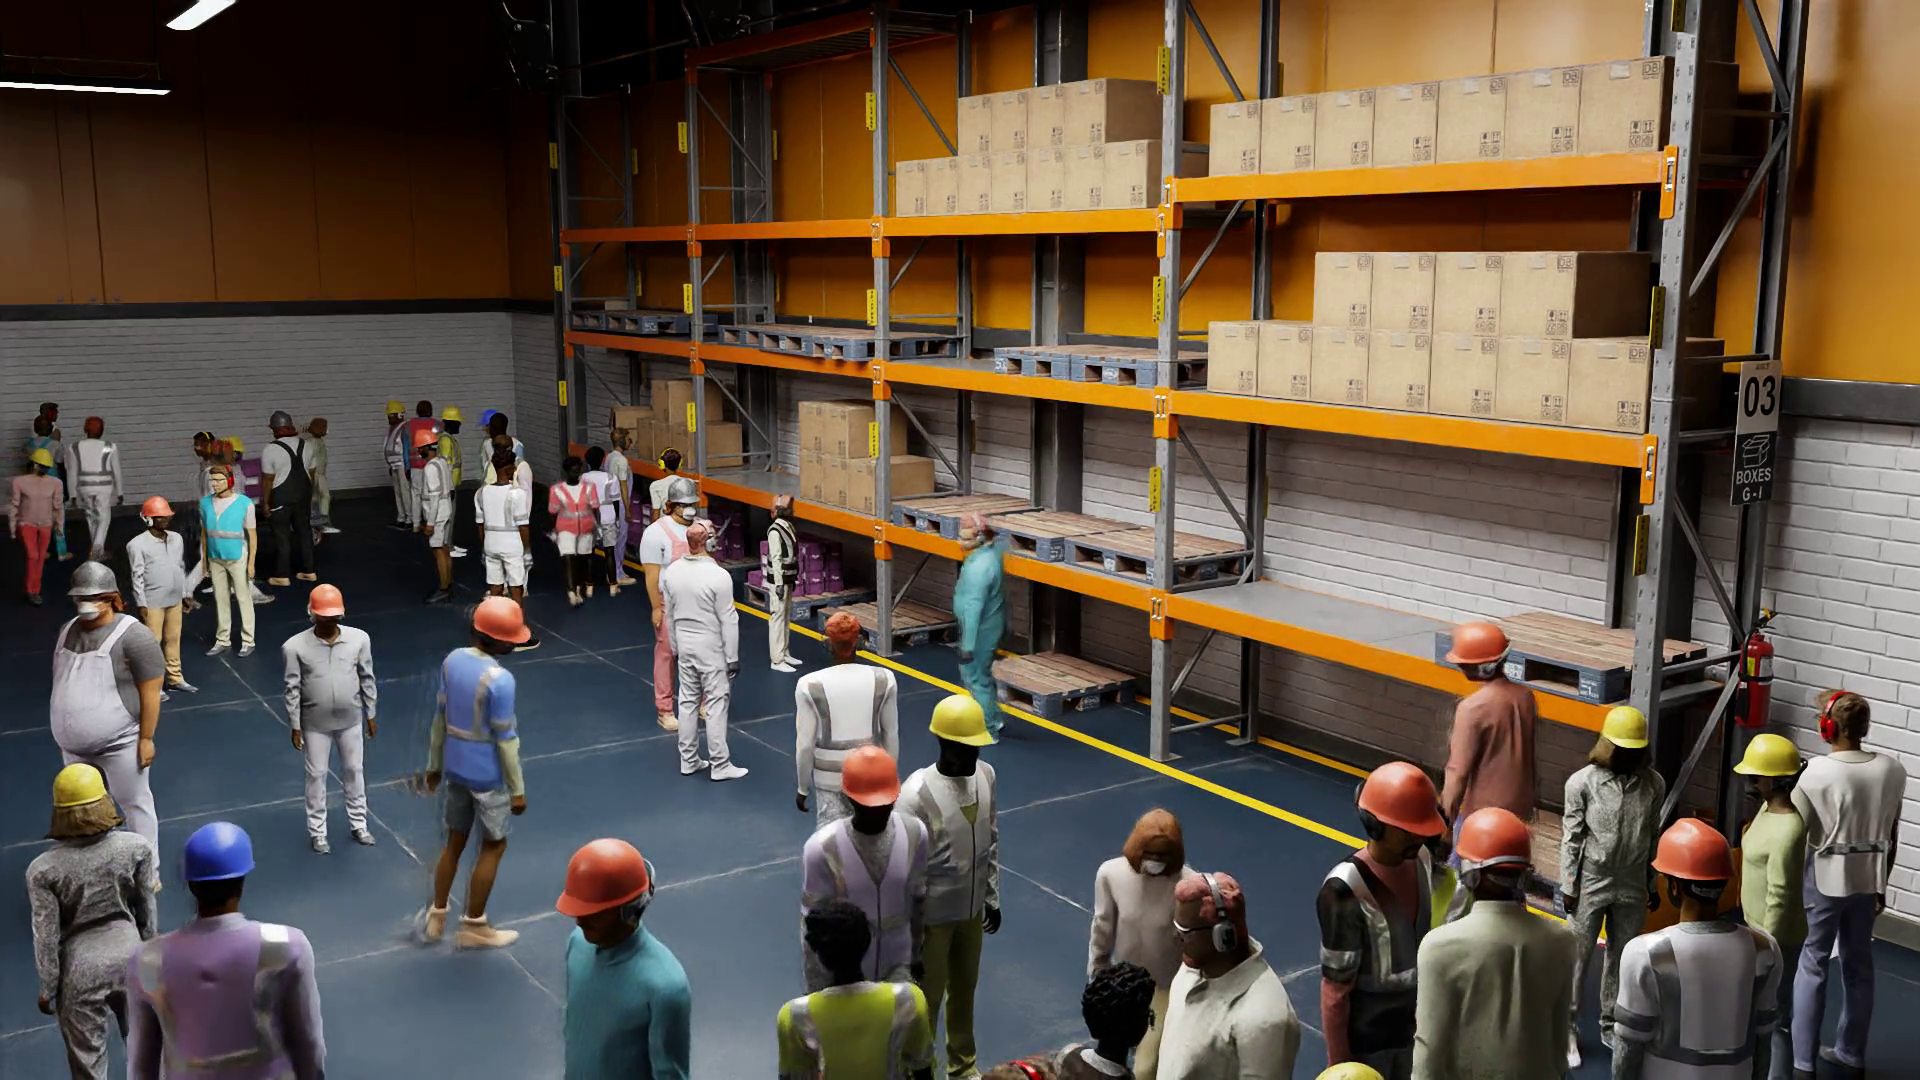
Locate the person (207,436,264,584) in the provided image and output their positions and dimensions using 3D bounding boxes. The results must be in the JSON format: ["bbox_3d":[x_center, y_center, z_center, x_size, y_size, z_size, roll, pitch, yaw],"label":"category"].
[{"bbox_3d":[-8.437,-0.324,19.195,0.541,1.753,0.562,0,10,-3],"label":"person"}]

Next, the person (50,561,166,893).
[{"bbox_3d":[-5.052,1.133,9.769,0.688,2.000,0.539,2,10,14],"label":"person"}]

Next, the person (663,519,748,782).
[{"bbox_3d":[-1.841,0.800,12.100,0.641,1.913,0.407,6,12,33],"label":"person"}]

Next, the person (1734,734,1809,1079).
[{"bbox_3d":[3.503,1.703,7.249,0.341,1.760,0.525,3,10,19],"label":"person"}]

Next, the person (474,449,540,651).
[{"bbox_3d":[-4.386,0.094,16.081,0.601,1.967,0.369,5,11,25],"label":"person"}]

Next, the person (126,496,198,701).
[{"bbox_3d":[-6.876,0.494,14.348,0.323,1.755,0.563,3,10,19],"label":"person"}]

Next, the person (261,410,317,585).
[{"bbox_3d":[-7.855,-0.502,19.367,0.538,2.000,0.685,6,11,32],"label":"person"}]

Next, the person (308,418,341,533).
[{"bbox_3d":[-8.906,-0.881,22.852,0.591,1.609,0.517,-3,10,-19],"label":"person"}]

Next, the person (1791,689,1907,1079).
[{"bbox_3d":[4.023,1.599,7.623,0.561,1.838,0.392,-1,10,-9],"label":"person"}]

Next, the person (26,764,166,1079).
[{"bbox_3d":[-3.569,1.775,6.887,0.313,1.739,0.485,9,13,43],"label":"person"}]

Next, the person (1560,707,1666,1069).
[{"bbox_3d":[3.057,1.619,7.791,0.492,1.740,0.319,-1,10,-7],"label":"person"}]

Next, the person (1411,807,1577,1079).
[{"bbox_3d":[1.769,1.881,5.594,0.632,1.963,0.522,-2,10,-14],"label":"person"}]

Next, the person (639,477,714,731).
[{"bbox_3d":[-2.210,0.502,13.474,0.536,2.000,0.672,9,13,41],"label":"person"}]

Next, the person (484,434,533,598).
[{"bbox_3d":[-5.062,-0.261,18.536,0.633,1.841,0.429,5,11,25],"label":"person"}]

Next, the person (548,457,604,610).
[{"bbox_3d":[-4.150,-0.081,18.034,0.547,1.640,0.874,-6,11,-30],"label":"person"}]

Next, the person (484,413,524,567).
[{"bbox_3d":[-5.551,-0.601,20.312,0.590,1.916,0.398,5,11,29],"label":"person"}]

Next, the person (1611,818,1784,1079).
[{"bbox_3d":[2.458,1.891,5.657,0.543,1.929,0.384,0,10,-3],"label":"person"}]

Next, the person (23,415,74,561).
[{"bbox_3d":[-11.418,-0.644,20.814,0.503,1.837,0.350,0,10,1],"label":"person"}]

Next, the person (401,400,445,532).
[{"bbox_3d":[-7.383,-1.014,23.008,0.627,1.836,0.431,0,10,1],"label":"person"}]

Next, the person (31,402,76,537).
[{"bbox_3d":[-12.370,-0.947,22.588,0.560,1.836,0.389,6,12,33],"label":"person"}]

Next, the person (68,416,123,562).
[{"bbox_3d":[-10.660,-0.598,20.505,0.580,1.859,0.849,-2,10,-13],"label":"person"}]

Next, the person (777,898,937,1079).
[{"bbox_3d":[-0.340,2.033,5.611,0.547,1.664,0.794,-1,10,-3],"label":"person"}]

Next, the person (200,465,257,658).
[{"bbox_3d":[-6.950,0.196,15.837,0.563,1.847,0.390,2,10,10],"label":"person"}]

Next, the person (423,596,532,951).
[{"bbox_3d":[-2.670,1.269,9.127,0.762,1.989,0.512,8,12,39],"label":"person"}]

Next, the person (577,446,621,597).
[{"bbox_3d":[-4.055,-0.203,18.612,0.531,1.697,0.322,-1,10,-6],"label":"person"}]

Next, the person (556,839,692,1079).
[{"bbox_3d":[-1.096,1.910,5.380,0.397,1.986,0.617,-9,13,-43],"label":"person"}]

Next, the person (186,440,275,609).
[{"bbox_3d":[-8.069,-0.167,18.032,0.984,1.850,0.591,-3,10,-19],"label":"person"}]

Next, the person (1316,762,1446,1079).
[{"bbox_3d":[1.543,1.778,6.038,0.612,2.029,0.407,-9,13,-43],"label":"person"}]

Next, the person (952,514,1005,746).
[{"bbox_3d":[0.138,0.701,12.825,0.397,1.869,0.714,1,10,4],"label":"person"}]

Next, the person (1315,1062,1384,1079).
[{"bbox_3d":[0.986,2.203,4.388,0.319,1.738,0.484,0,10,-2],"label":"person"}]

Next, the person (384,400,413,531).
[{"bbox_3d":[-7.810,-1.044,23.194,0.403,1.825,0.596,-8,13,-40],"label":"person"}]

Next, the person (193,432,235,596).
[{"bbox_3d":[-8.386,-0.295,18.697,0.505,1.861,0.329,9,13,43],"label":"person"}]

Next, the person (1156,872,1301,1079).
[{"bbox_3d":[0.809,1.971,5.291,0.401,1.894,0.653,-3,10,-14],"label":"person"}]

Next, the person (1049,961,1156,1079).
[{"bbox_3d":[0.451,2.108,5.070,0.320,1.695,0.533,-5,11,-28],"label":"person"}]

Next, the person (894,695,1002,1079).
[{"bbox_3d":[-0.028,1.609,7.336,0.396,1.920,0.586,9,13,42],"label":"person"}]

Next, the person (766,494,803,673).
[{"bbox_3d":[-1.630,0.388,15.314,0.309,1.641,0.515,1,10,7],"label":"person"}]

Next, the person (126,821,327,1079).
[{"bbox_3d":[-2.454,1.898,5.626,0.618,1.942,0.424,-2,10,-10],"label":"person"}]

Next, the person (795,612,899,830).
[{"bbox_3d":[-0.617,1.319,9.130,0.573,1.887,0.355,-3,10,-16],"label":"person"}]

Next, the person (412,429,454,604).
[{"bbox_3d":[-5.786,-0.259,18.272,0.381,1.927,0.542,-1,10,-4],"label":"person"}]

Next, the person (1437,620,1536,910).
[{"bbox_3d":[2.709,1.372,8.573,0.798,1.976,0.507,-7,12,-36],"label":"person"}]

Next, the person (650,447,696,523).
[{"bbox_3d":[-2.937,-0.018,17.027,0.508,1.872,0.329,-6,12,-34],"label":"person"}]

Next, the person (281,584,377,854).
[{"bbox_3d":[-4.010,1.133,10.638,0.566,1.744,0.350,-6,12,-33],"label":"person"}]

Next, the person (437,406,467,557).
[{"bbox_3d":[-6.455,-0.742,21.135,0.390,1.918,0.588,-3,10,-17],"label":"person"}]

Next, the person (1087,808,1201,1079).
[{"bbox_3d":[0.817,1.833,6.945,0.513,1.590,0.815,5,11,26],"label":"person"}]

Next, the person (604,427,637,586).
[{"bbox_3d":[-3.954,-0.390,19.325,0.336,1.838,0.509,-6,11,-30],"label":"person"}]

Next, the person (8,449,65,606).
[{"bbox_3d":[-10.069,-0.144,18.192,0.655,1.714,0.528,8,13,40],"label":"person"}]

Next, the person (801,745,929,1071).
[{"bbox_3d":[-0.409,1.708,6.900,0.568,1.888,0.978,-3,10,-19],"label":"person"}]

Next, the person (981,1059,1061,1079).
[{"bbox_3d":[0.172,2.183,4.242,0.533,1.827,0.573,-5,11,-29],"label":"person"}]
